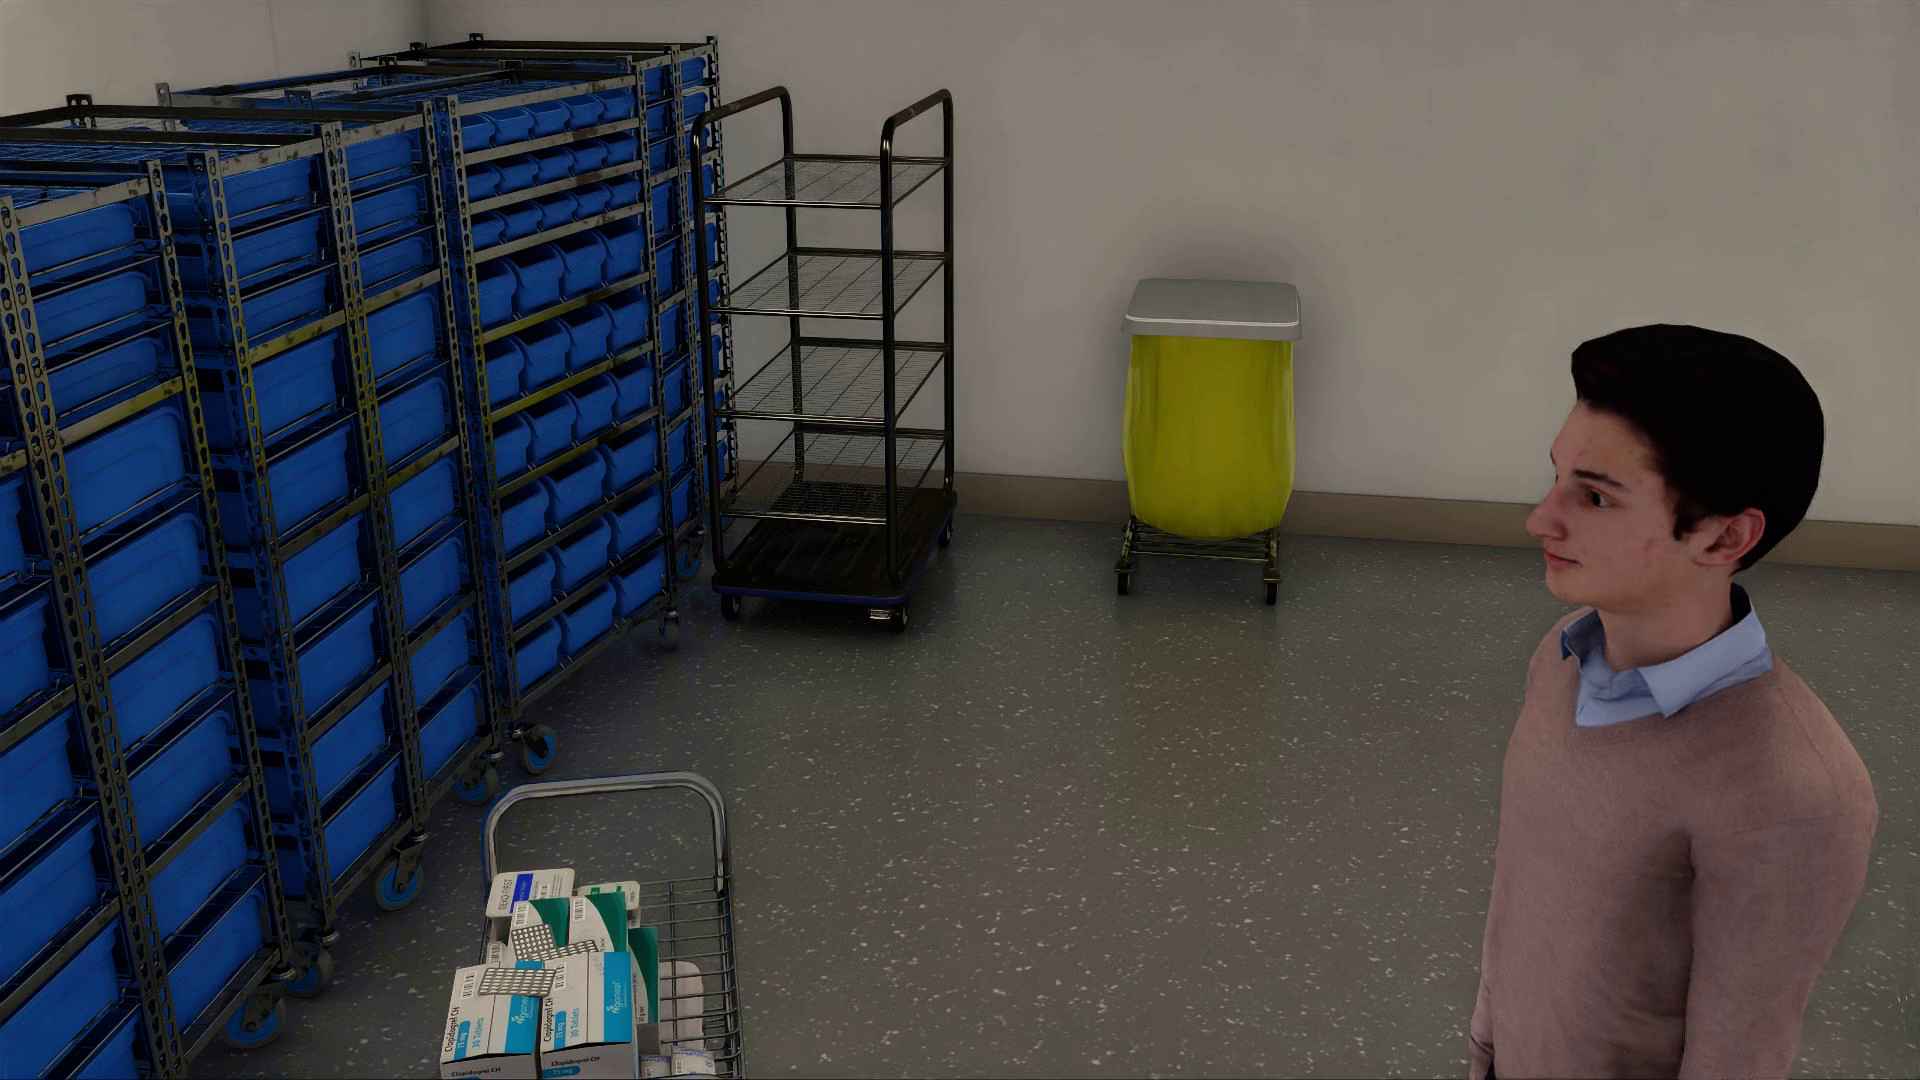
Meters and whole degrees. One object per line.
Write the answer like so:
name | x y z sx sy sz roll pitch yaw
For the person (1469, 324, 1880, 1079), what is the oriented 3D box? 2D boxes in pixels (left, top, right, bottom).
person | 0.670 0.660 1.726 0.649 1.805 0.678 -3 21 -7
